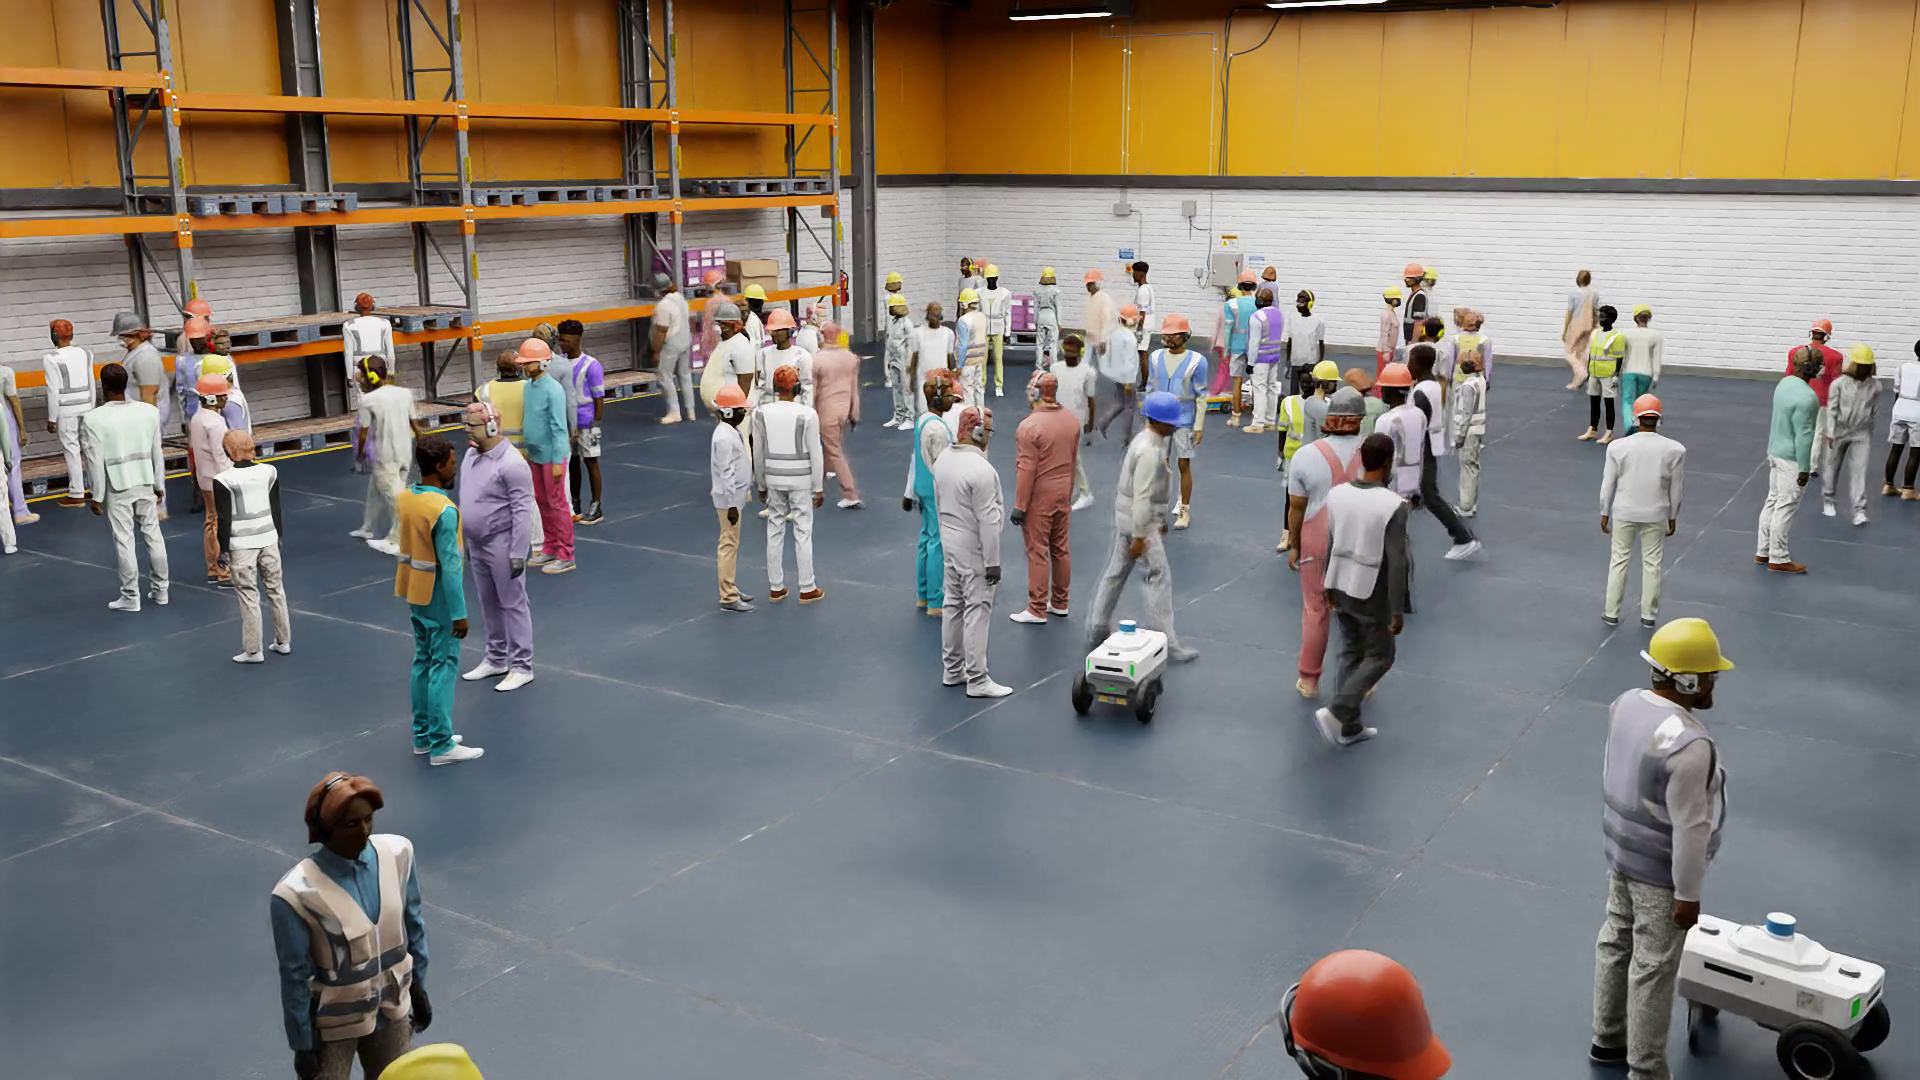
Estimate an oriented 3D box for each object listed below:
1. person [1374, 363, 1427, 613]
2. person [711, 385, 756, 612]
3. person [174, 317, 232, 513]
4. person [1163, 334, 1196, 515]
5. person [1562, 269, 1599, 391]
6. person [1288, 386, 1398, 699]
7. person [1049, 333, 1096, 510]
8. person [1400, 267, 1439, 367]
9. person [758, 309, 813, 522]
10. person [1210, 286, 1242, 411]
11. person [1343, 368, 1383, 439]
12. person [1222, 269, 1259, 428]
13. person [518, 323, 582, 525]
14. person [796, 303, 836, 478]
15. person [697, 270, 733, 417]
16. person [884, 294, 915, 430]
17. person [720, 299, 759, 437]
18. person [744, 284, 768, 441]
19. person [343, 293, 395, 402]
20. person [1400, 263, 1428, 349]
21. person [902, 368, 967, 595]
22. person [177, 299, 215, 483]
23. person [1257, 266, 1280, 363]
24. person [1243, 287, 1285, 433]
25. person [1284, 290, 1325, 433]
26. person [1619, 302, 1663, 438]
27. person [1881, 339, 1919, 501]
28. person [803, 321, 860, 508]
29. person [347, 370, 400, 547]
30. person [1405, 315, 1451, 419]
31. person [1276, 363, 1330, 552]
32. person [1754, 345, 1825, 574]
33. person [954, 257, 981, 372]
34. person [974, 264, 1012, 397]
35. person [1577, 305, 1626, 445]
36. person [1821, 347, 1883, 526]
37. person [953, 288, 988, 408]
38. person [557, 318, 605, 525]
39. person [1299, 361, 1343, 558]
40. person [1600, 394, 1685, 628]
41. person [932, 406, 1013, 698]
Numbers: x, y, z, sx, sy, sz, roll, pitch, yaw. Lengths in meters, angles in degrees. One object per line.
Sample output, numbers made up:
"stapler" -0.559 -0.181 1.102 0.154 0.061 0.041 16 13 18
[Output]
"person" 3.243 -0.415 12.876 0.780 1.913 0.570 12 18 43
"person" -1.750 -0.329 12.860 0.327 1.752 0.563 -1 13 -6
"person" -7.414 -1.226 16.373 0.554 1.932 0.385 -3 13 -11
"person" 2.090 -1.184 16.318 0.534 1.868 0.309 9 16 34
"person" 9.254 -3.105 24.735 0.529 1.830 0.497 -4 13 -15
"person" 2.449 0.012 10.752 0.684 2.000 0.536 2 13 9
"person" 1.069 -1.118 16.187 0.528 1.810 1.015 10 16 37
"person" 7.372 -3.460 26.442 0.537 1.747 0.617 -10 16 -36
"person" -1.694 -1.192 15.970 0.605 2.045 0.377 7 15 29
"person" 3.731 -2.648 22.959 0.761 1.726 0.542 -6 14 -23
"person" 3.558 -0.747 14.974 0.500 1.617 0.380 -7 15 -29
"person" 3.682 -2.469 21.509 0.609 2.044 0.394 -1 13 -4
"person" -3.887 -1.082 15.725 0.628 1.940 0.373 4 13 15
"person" -1.565 -1.639 18.216 0.404 1.904 0.651 -4 14 -19
"person" -3.274 -2.630 22.376 0.436 1.967 0.620 4 14 18
"person" -0.788 -2.295 21.411 0.322 1.742 0.493 -9 16 -35
"person" -2.555 -1.892 19.453 0.344 1.840 0.505 13 18 43
"person" -2.550 -2.196 20.586 0.385 1.922 0.594 -5 14 -21
"person" -7.021 -1.995 19.804 0.584 1.882 0.349 -9 16 -34
"person" 6.236 -2.796 22.953 0.410 2.037 0.609 2 13 10
"person" -0.184 -0.409 12.964 0.473 1.874 0.618 10 16 36
"person" -8.068 -1.570 17.751 0.605 1.986 0.401 10 16 36
"person" 5.255 -3.840 28.355 0.284 1.633 0.500 -8 15 -31
"person" 3.836 -2.277 21.119 0.624 1.845 0.430 -12 18 -43
"person" 4.232 -2.141 20.480 0.512 1.866 0.330 9 16 35
"person" 8.237 -2.009 20.221 0.527 1.716 0.732 4 14 16
"person" 9.728 -1.238 16.956 0.320 1.687 0.539 -4 14 -18
"person" -1.319 -1.258 16.681 0.984 1.860 0.664 11 17 39
"person" -5.300 -0.734 14.912 0.760 1.607 0.531 1 13 6
"person" 4.899 -1.461 17.627 0.529 1.829 0.941 7 15 27
"person" 3.049 -0.714 14.654 0.542 1.695 0.316 6 14 23
"person" 6.989 -0.672 13.979 0.369 1.934 0.630 2 13 8
"person" 0.125 -3.647 27.000 0.538 1.869 0.312 13 18 43
"person" 0.459 -3.058 24.317 0.585 1.929 0.371 1 13 5
"person" 7.855 -2.019 20.317 0.316 1.696 0.540 -6 14 -23
"person" 8.524 -1.002 15.905 0.488 1.693 0.917 3 13 13
"person" 0.115 -2.277 21.140 0.404 1.830 0.602 8 15 31
"person" -3.643 -1.130 15.868 0.608 1.966 0.372 9 16 33
"person" 3.083 -0.662 14.298 0.341 1.760 0.525 -1 13 -3
"person" 5.062 -0.216 12.392 0.566 1.744 0.351 4 14 16
"person" 0.089 0.074 10.794 0.407 1.902 0.641 -8 15 -30
